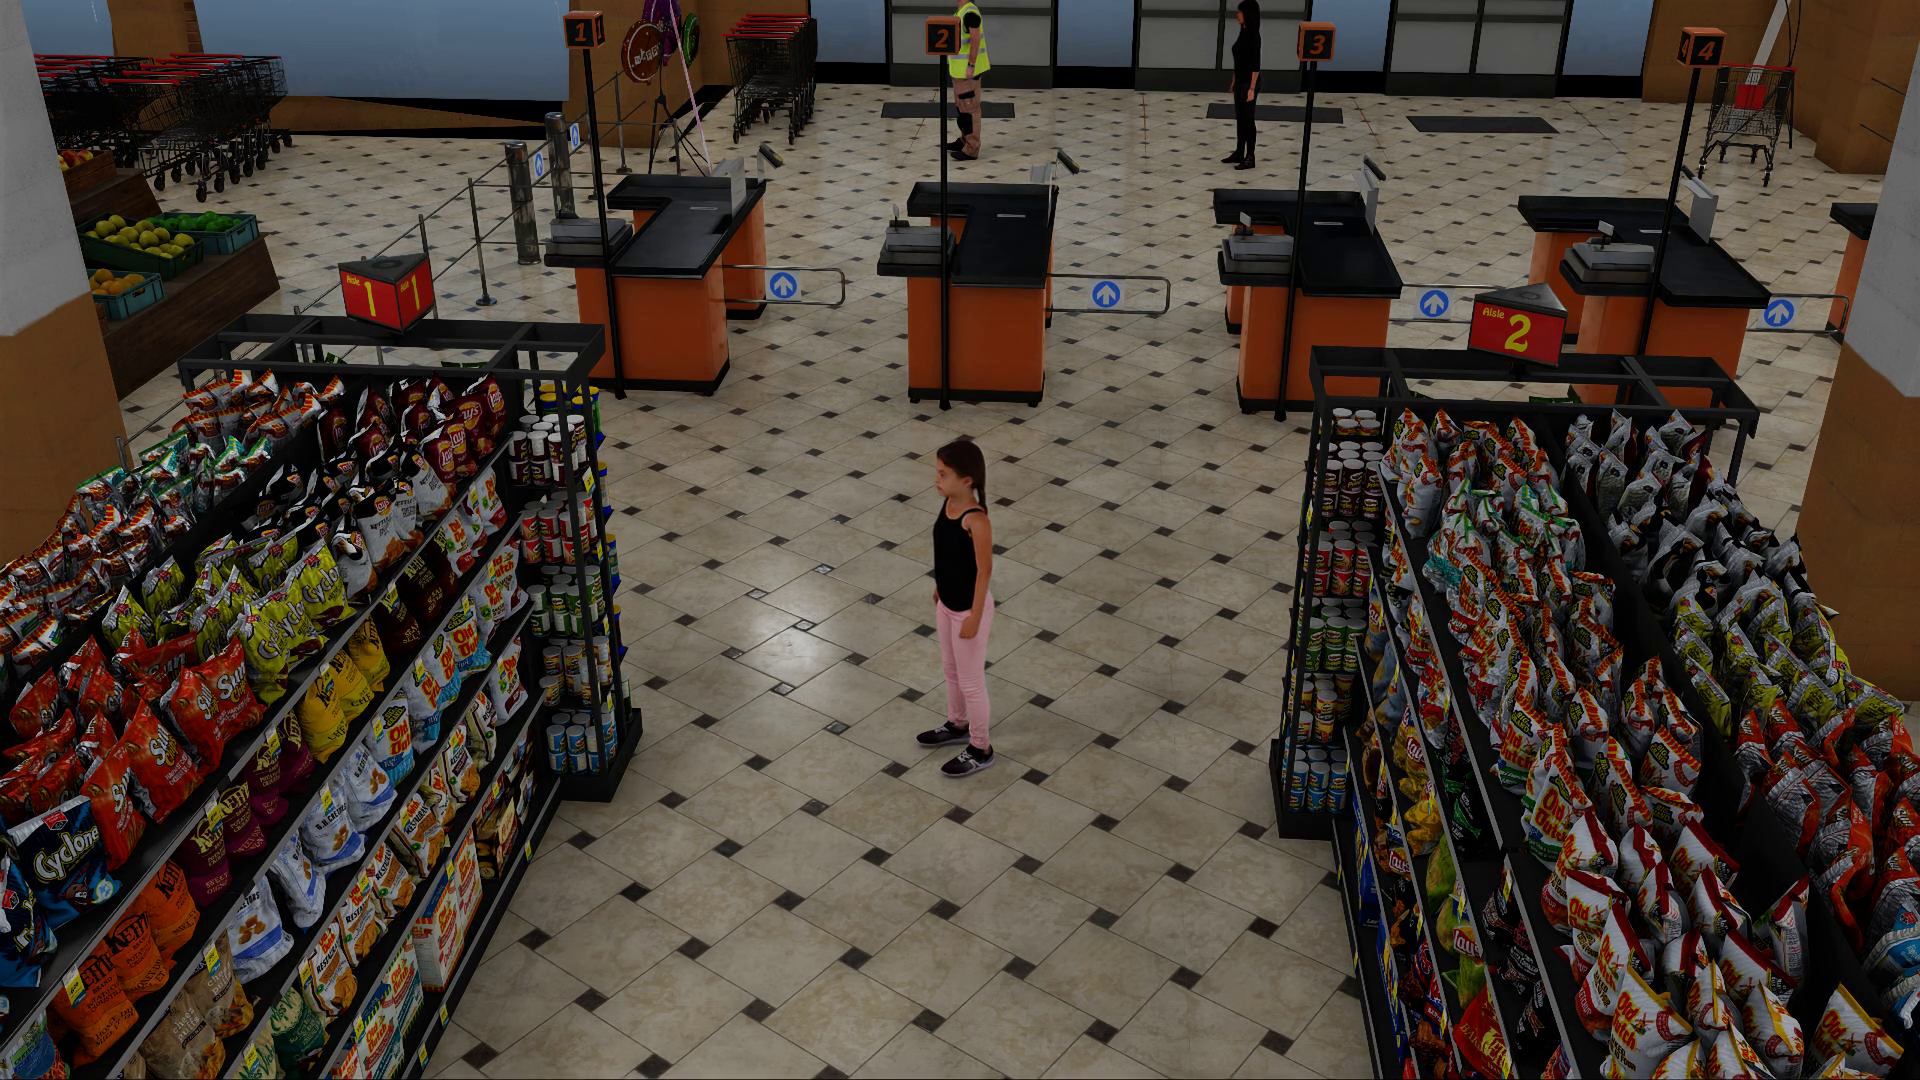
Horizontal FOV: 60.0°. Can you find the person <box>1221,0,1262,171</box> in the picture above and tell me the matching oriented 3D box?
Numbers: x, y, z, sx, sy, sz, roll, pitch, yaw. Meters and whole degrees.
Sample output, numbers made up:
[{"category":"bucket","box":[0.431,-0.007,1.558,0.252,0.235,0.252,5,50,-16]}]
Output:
[{"category":"person","box":[2.875,-4.567,16.667,0.717,1.641,0.576,-8,28,-15]}]

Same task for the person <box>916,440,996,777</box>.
[{"category":"person","box":[0.012,0.283,7.187,0.672,1.564,0.573,-11,29,-21]}]

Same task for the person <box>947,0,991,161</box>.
[{"category":"person","box":[0.048,-4.834,16.968,0.839,1.844,0.726,-5,27,-9]}]
